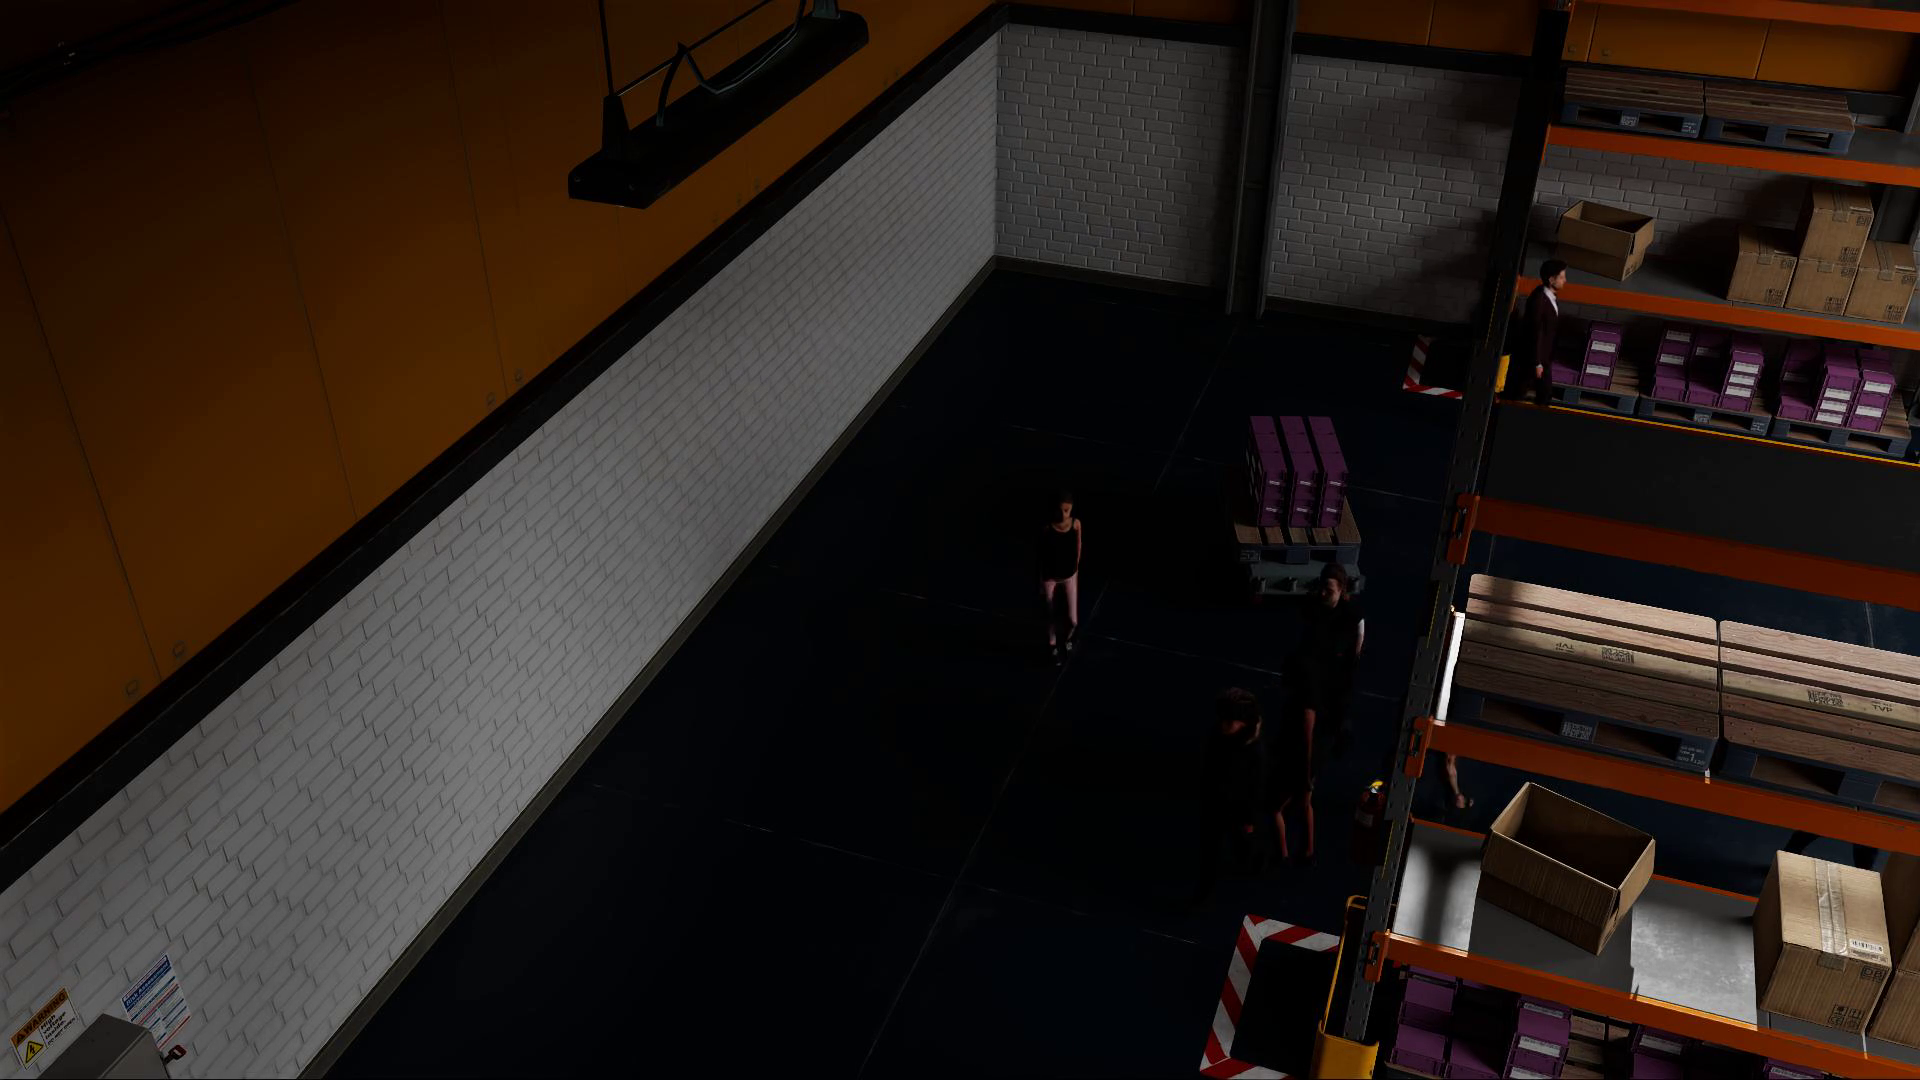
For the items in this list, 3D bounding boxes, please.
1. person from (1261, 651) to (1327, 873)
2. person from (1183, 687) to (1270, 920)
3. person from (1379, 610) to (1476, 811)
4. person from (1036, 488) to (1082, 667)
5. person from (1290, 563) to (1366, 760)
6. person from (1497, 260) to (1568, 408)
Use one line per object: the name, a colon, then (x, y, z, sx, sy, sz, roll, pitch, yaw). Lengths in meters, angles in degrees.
person: (2.296, 1.467, 10.826, 0.716, 1.711, 0.686, 2, 34, 3)
person: (1.764, 1.629, 10.542, 1.017, 1.757, 0.899, 26, 41, 33)
person: (3.079, 1.192, 11.266, 1.052, 1.682, 0.895, -3, 34, -5)
person: (0.736, 0.253, 12.798, 0.606, 1.551, 0.676, -4, 34, -5)
person: (2.572, 0.919, 11.554, 1.057, 1.819, 0.885, 22, 39, 29)
person: (5.271, -1.743, 15.533, 1.220, 1.848, 0.845, 19, 38, 27)
